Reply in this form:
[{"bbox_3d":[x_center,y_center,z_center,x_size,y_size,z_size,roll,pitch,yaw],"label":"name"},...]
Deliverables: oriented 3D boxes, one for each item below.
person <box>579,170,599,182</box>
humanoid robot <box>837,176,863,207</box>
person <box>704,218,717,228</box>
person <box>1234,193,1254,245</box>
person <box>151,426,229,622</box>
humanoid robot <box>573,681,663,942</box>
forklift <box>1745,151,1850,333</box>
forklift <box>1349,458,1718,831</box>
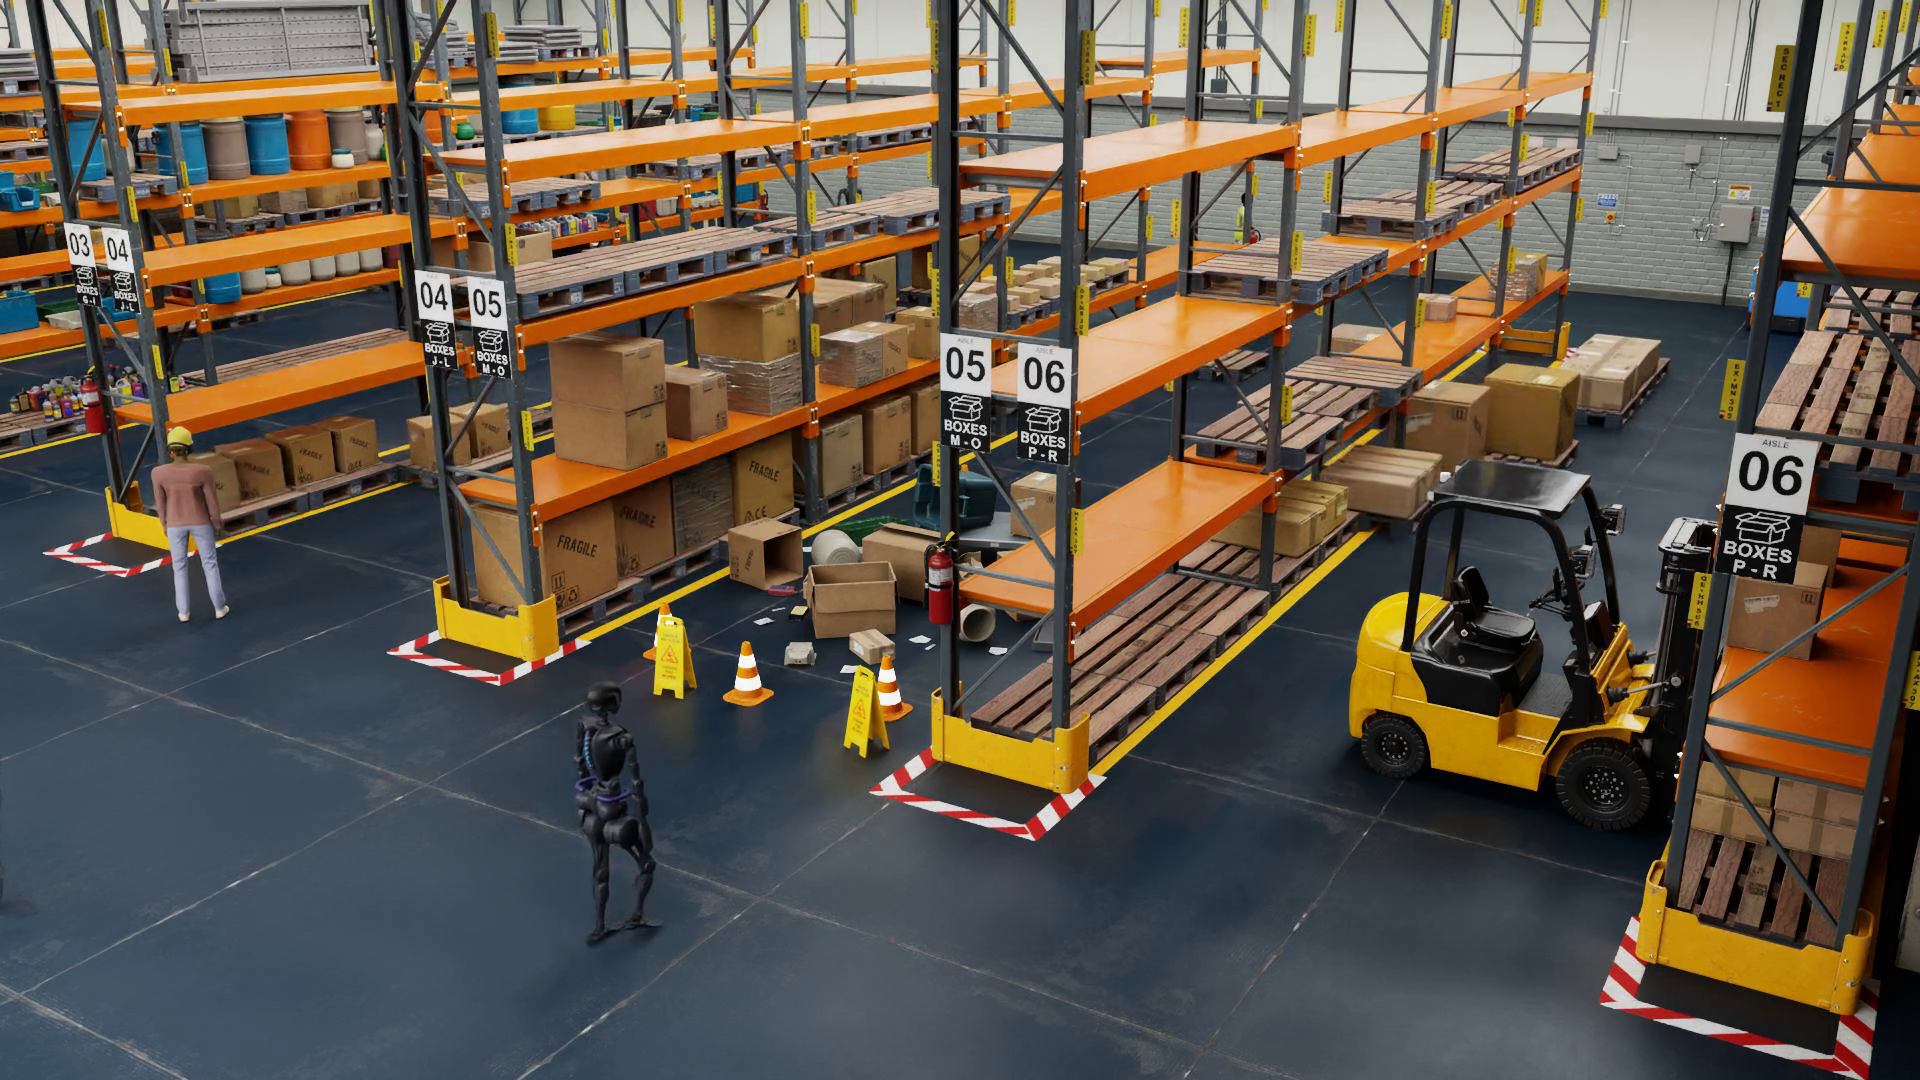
[{"bbox_3d":[-7.919,-7.324,35.472,0.736,1.778,0.516,12,22,31],"label":"person"},{"bbox_3d":[-2.197,-6.441,33.076,0.596,1.643,0.368,-10,21,-26],"label":"humanoid robot"},{"bbox_3d":[-5.235,-7.064,34.866,0.489,1.688,0.345,-6,20,-18],"label":"person"},{"bbox_3d":[5.182,-5.514,30.383,0.326,1.684,0.540,-2,19,-5],"label":"person"},{"bbox_3d":[-6.829,-0.144,14.763,0.515,1.759,0.343,-5,20,-15],"label":"person"},{"bbox_3d":[-2.078,1.591,9.865,0.601,1.651,0.448,14,24,35],"label":"humanoid robot"},{"bbox_3d":[13.620,-4.667,26.137,1.873,2.768,1.129,11,22,29],"label":"forklift"},{"bbox_3d":[3.988,0.658,11.776,2.313,2.155,1.214,11,22,29],"label":"forklift"}]
